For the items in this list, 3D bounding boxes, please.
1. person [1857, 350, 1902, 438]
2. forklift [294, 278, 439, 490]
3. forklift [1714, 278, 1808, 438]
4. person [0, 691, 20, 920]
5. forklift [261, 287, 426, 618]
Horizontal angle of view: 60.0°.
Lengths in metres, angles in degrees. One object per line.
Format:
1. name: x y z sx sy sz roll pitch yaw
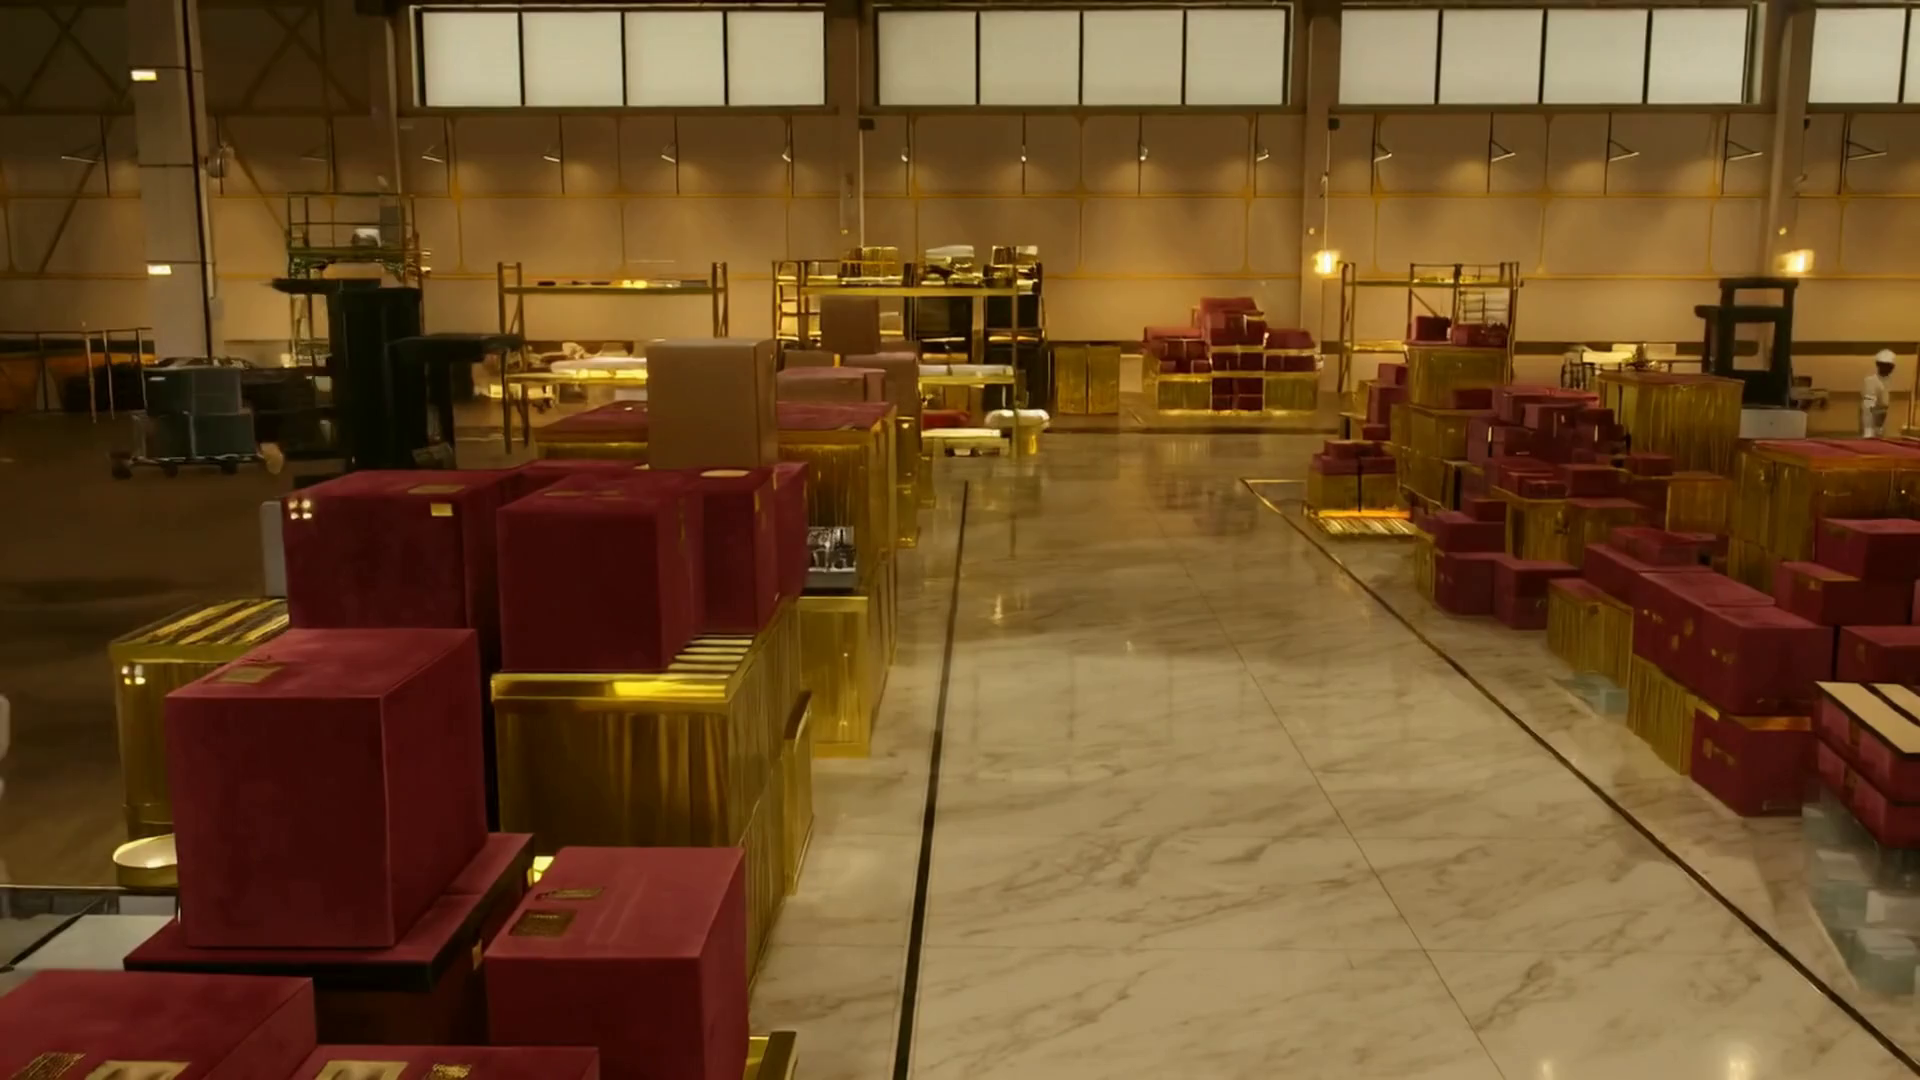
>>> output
1. person: 11.867 -1.498 21.535 0.419 1.907 0.618 9 13 44
2. forklift: -7.896 -2.082 22.107 1.873 2.768 1.129 -4 10 -25
3. forklift: 10.786 -2.180 22.690 1.129 2.768 1.873 2 10 10
4. person: -3.505 1.163 5.711 1.060 1.873 0.657 2 10 14
5. forklift: -4.770 -0.711 13.897 1.873 2.768 1.129 0 9 1
